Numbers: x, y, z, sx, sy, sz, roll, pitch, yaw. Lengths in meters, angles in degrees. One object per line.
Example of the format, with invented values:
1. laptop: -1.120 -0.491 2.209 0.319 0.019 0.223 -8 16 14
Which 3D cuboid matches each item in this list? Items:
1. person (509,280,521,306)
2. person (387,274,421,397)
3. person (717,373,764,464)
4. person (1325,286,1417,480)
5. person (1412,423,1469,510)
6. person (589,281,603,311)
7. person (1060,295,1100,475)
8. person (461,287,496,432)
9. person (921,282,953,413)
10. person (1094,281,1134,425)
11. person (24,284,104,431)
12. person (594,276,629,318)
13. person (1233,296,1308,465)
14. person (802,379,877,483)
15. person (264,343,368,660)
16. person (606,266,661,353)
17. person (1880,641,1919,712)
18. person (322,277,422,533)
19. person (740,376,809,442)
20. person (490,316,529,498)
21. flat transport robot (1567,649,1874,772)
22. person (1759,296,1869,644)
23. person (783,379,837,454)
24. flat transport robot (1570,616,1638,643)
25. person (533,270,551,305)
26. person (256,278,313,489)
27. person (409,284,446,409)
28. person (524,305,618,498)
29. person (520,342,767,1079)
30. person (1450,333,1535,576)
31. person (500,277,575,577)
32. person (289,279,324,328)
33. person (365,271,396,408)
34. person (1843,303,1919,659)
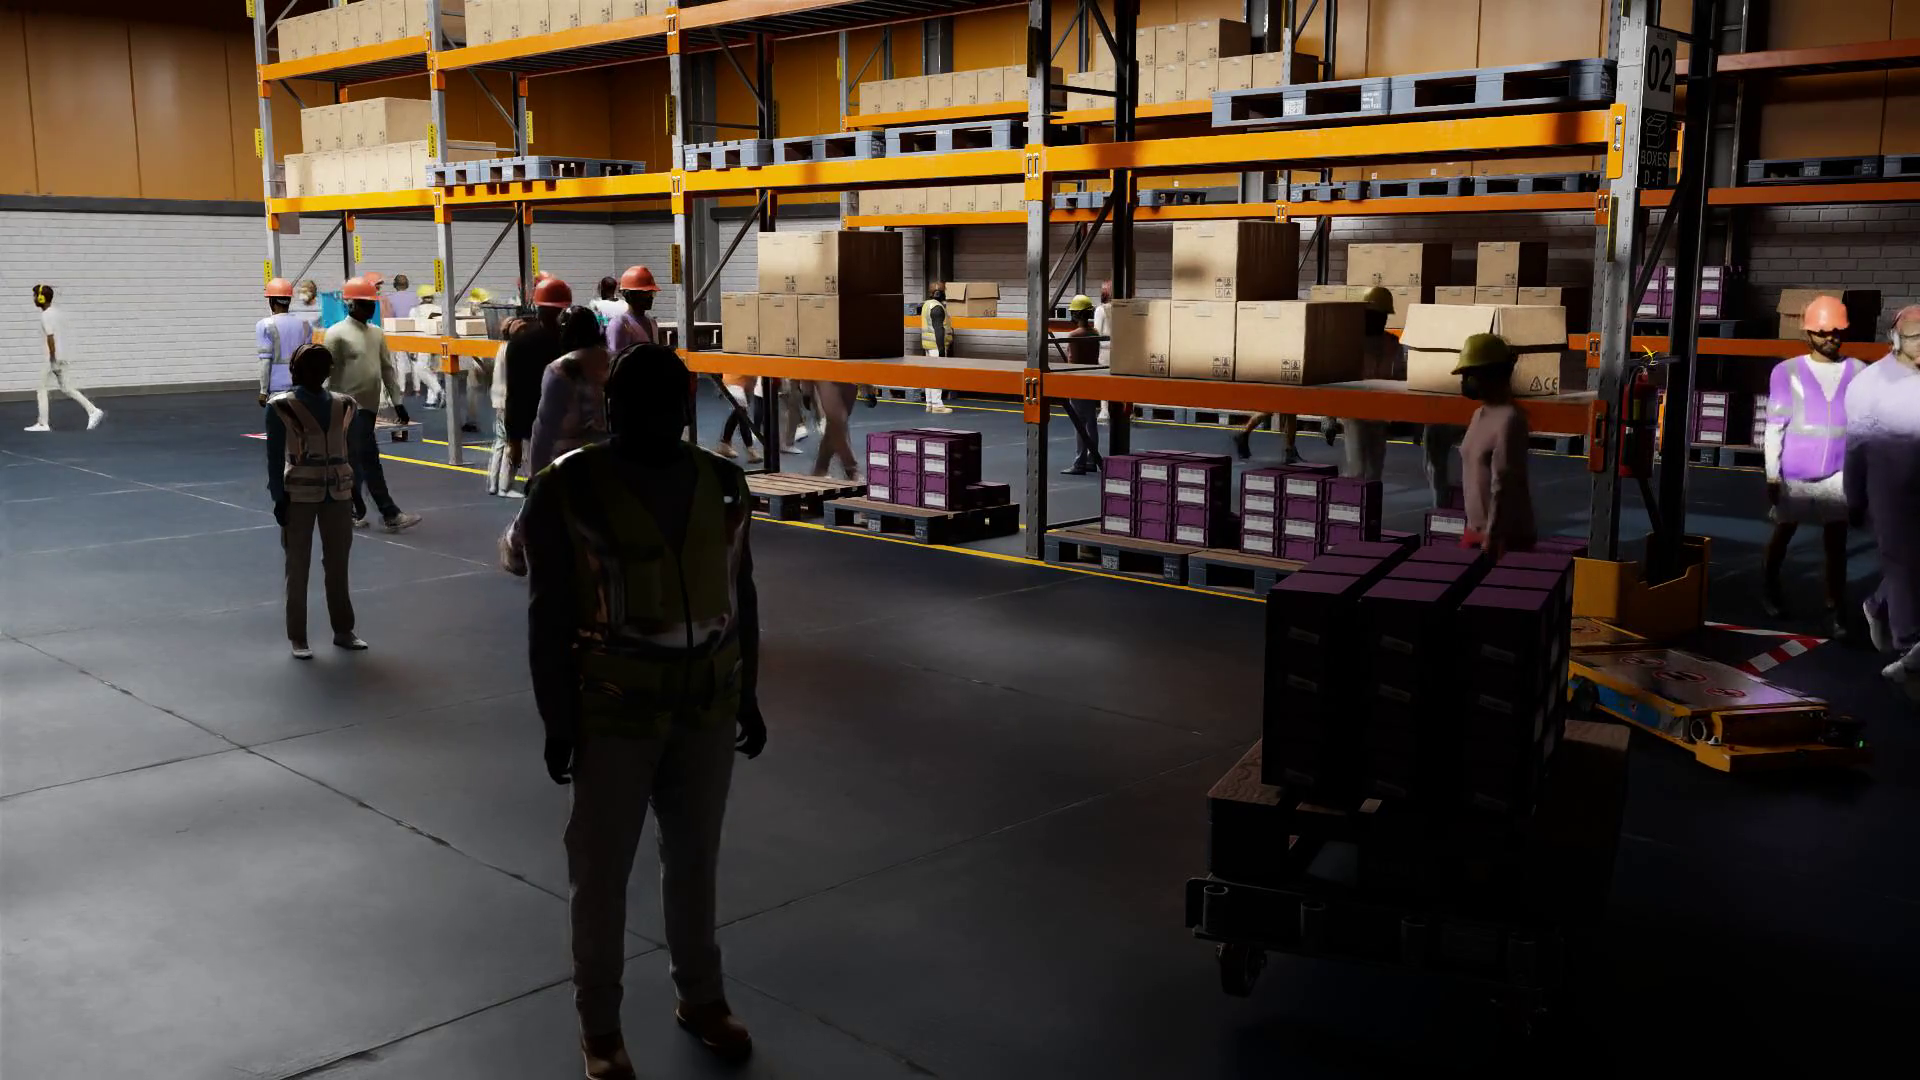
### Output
1. person: -7.495 -3.586 28.726 0.536 1.874 1.056 -4 10 -21
2. person: -8.817 -3.237 26.370 0.631 1.939 0.370 -8 12 -41
3. person: -2.317 -1.635 17.472 0.538 1.644 0.908 -9 13 -43
4. person: 2.966 -0.901 12.176 0.598 1.897 0.631 -4 10 -22
5. person: 3.559 -0.853 12.444 0.522 1.704 0.488 -7 12 -37
6. person: -5.837 -3.326 27.273 0.582 1.832 1.002 -9 13 -44
7. person: 1.190 -1.525 16.402 0.315 1.769 0.525 6 11 33
8. person: -5.824 -2.212 20.511 0.839 1.800 0.597 3 10 19
9. person: -0.320 -2.700 23.375 0.429 1.844 0.627 -3 10 -16
10. person: 1.949 -2.384 21.369 0.648 1.864 0.588 8 12 39
11. person: -11.245 -2.266 20.751 0.860 1.841 0.521 -1 9 -5
12. person: -4.619 -2.531 22.098 0.392 1.922 0.593 5 11 30
13. person: 3.241 -1.723 17.172 0.551 1.915 0.856 -8 12 -39
14. person: -1.101 -1.405 15.414 0.658 1.848 1.018 -8 12 -40
15. person: -3.372 -0.210 8.726 0.307 1.641 0.512 8 12 42
16. person: -2.433 -1.060 12.706 0.377 2.044 0.607 3 10 16
17. person: 4.704 -0.106 7.585 0.957 1.815 0.554 -1 9 -7
18. person: -4.512 -1.033 12.818 0.978 1.948 0.617 2 10 14
19. person: -2.160 -1.964 19.413 0.873 1.658 0.536 4 10 25
20. person: -4.001 -1.173 14.729 0.350 1.605 0.695 -4 10 -24
21. flat transport robot: 3.209 0.707 7.287 0.652 0.197 1.431 -2 9 -11
22. person: 4.760 -0.416 9.278 0.545 1.879 1.026 1 9 8
23. person: -1.592 -1.715 18.058 0.831 1.597 0.530 5 11 29
24. flat transport robot: 2.744 0.553 8.235 1.431 0.197 0.652 -2 9 -11
25. person: -4.902 -2.238 20.040 0.787 2.022 0.604 5 11 29
26. person: -6.189 -1.423 15.253 0.361 1.938 0.545 6 11 34
27. person: -7.571 -2.755 23.823 0.754 1.807 0.598 8 12 40
28. person: -2.114 -0.379 9.213 0.628 1.817 0.656 5 11 29
29. person: -0.765 0.429 4.190 0.621 1.845 0.429 -6 11 -35
30. person: 2.356 -0.030 7.319 0.455 1.750 0.507 -2 9 -12
31. person: -2.623 -0.678 10.595 0.552 1.973 0.615 8 12 39
32. person: -8.189 -2.361 21.131 0.631 1.905 0.960 4 10 21
33. person: -8.465 -2.908 24.186 0.398 1.991 0.625 1 9 7
34. person: 4.738 -0.256 8.333 0.646 1.865 0.925 1 9 4
